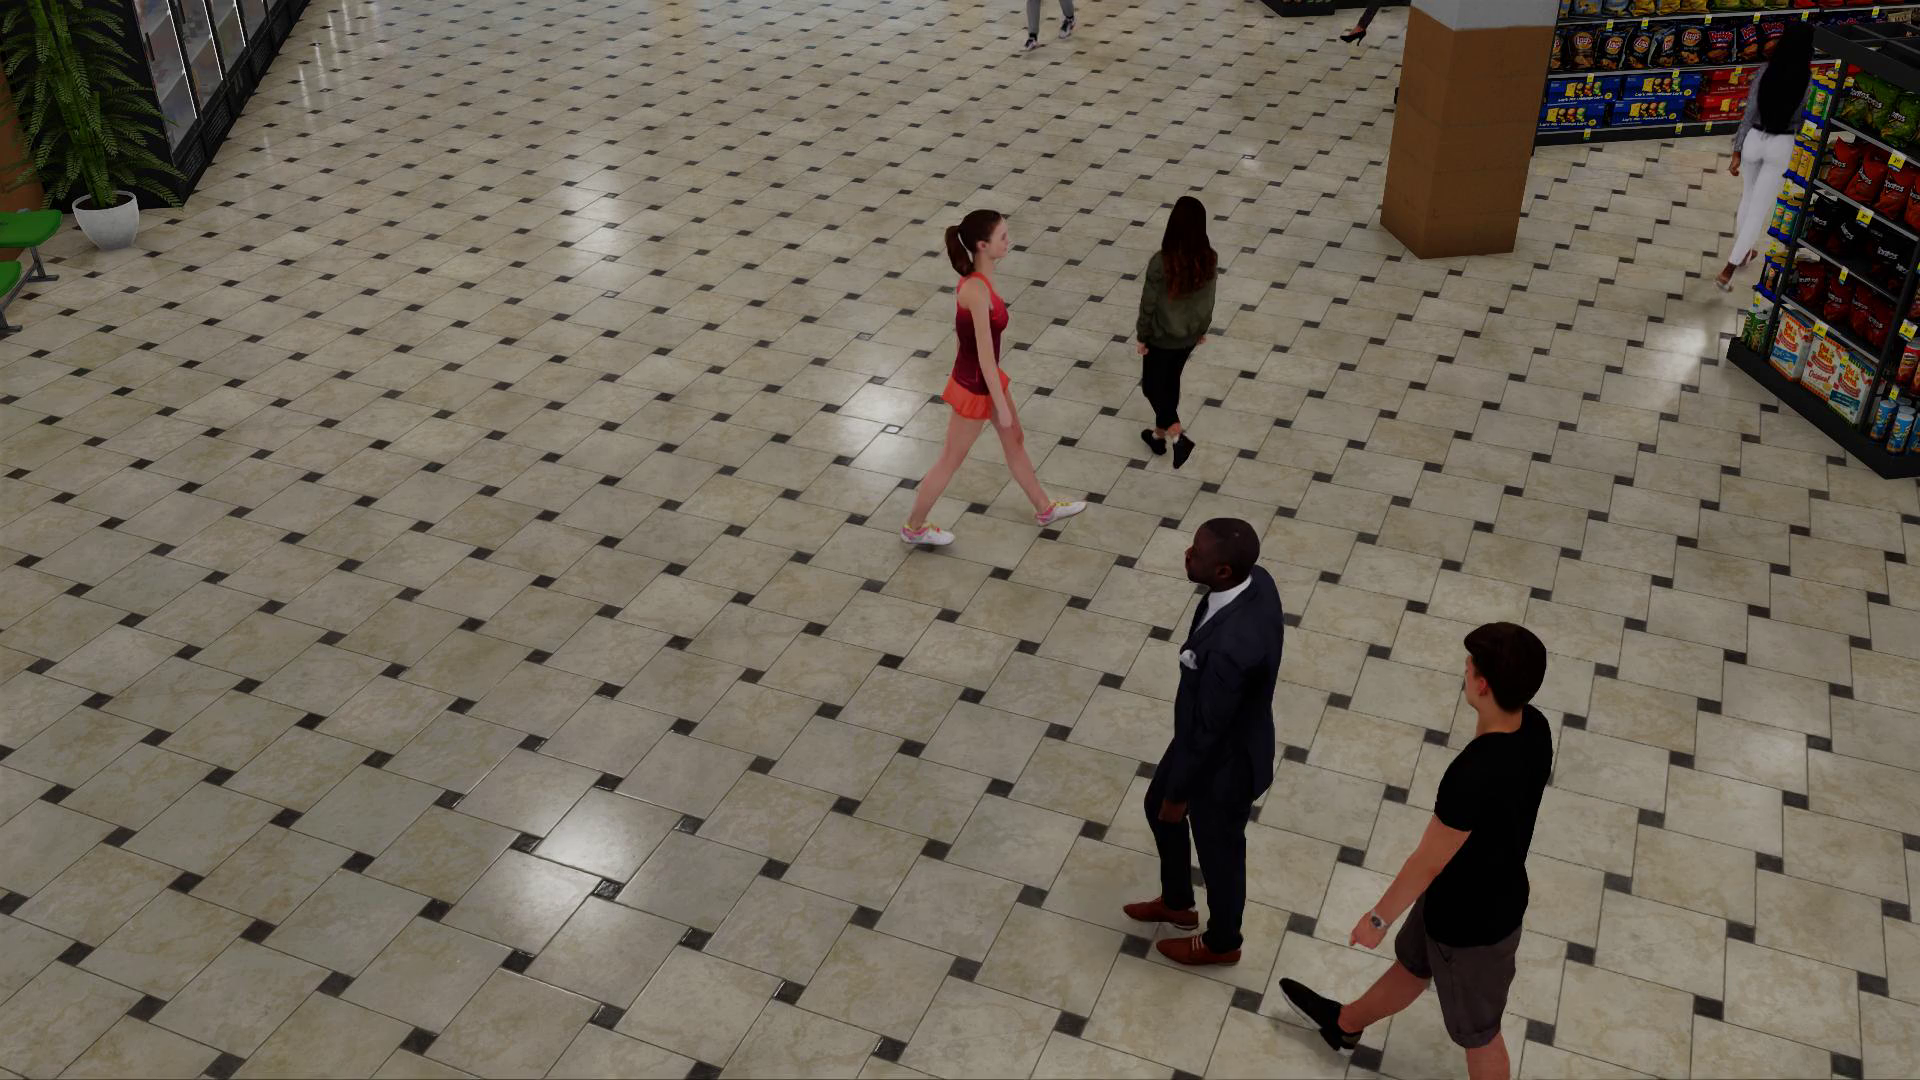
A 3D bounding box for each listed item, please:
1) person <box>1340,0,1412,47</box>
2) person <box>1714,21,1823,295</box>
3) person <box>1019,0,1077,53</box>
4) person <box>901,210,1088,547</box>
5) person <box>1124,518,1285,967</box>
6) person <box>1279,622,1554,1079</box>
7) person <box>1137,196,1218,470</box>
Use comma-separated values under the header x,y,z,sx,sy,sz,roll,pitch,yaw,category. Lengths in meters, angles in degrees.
x,y,z,sx,sy,sz,roll,pitch,yaw,category
4.158,-5.294,15.304,1.065,1.633,0.728,0,32,-1,person
5.114,-2.387,10.587,1.104,1.681,1.245,25,40,35,person
0.880,-5.557,15.465,1.248,1.909,1.241,16,35,24,person
-0.003,-0.702,7.856,1.184,1.704,0.708,-1,32,-1,person
0.926,0.723,5.467,0.857,1.809,0.845,7,33,11,person
1.569,1.100,4.844,1.185,1.828,1.094,17,36,25,person
1.145,-1.034,8.626,0.838,1.455,0.768,-13,34,-20,person
